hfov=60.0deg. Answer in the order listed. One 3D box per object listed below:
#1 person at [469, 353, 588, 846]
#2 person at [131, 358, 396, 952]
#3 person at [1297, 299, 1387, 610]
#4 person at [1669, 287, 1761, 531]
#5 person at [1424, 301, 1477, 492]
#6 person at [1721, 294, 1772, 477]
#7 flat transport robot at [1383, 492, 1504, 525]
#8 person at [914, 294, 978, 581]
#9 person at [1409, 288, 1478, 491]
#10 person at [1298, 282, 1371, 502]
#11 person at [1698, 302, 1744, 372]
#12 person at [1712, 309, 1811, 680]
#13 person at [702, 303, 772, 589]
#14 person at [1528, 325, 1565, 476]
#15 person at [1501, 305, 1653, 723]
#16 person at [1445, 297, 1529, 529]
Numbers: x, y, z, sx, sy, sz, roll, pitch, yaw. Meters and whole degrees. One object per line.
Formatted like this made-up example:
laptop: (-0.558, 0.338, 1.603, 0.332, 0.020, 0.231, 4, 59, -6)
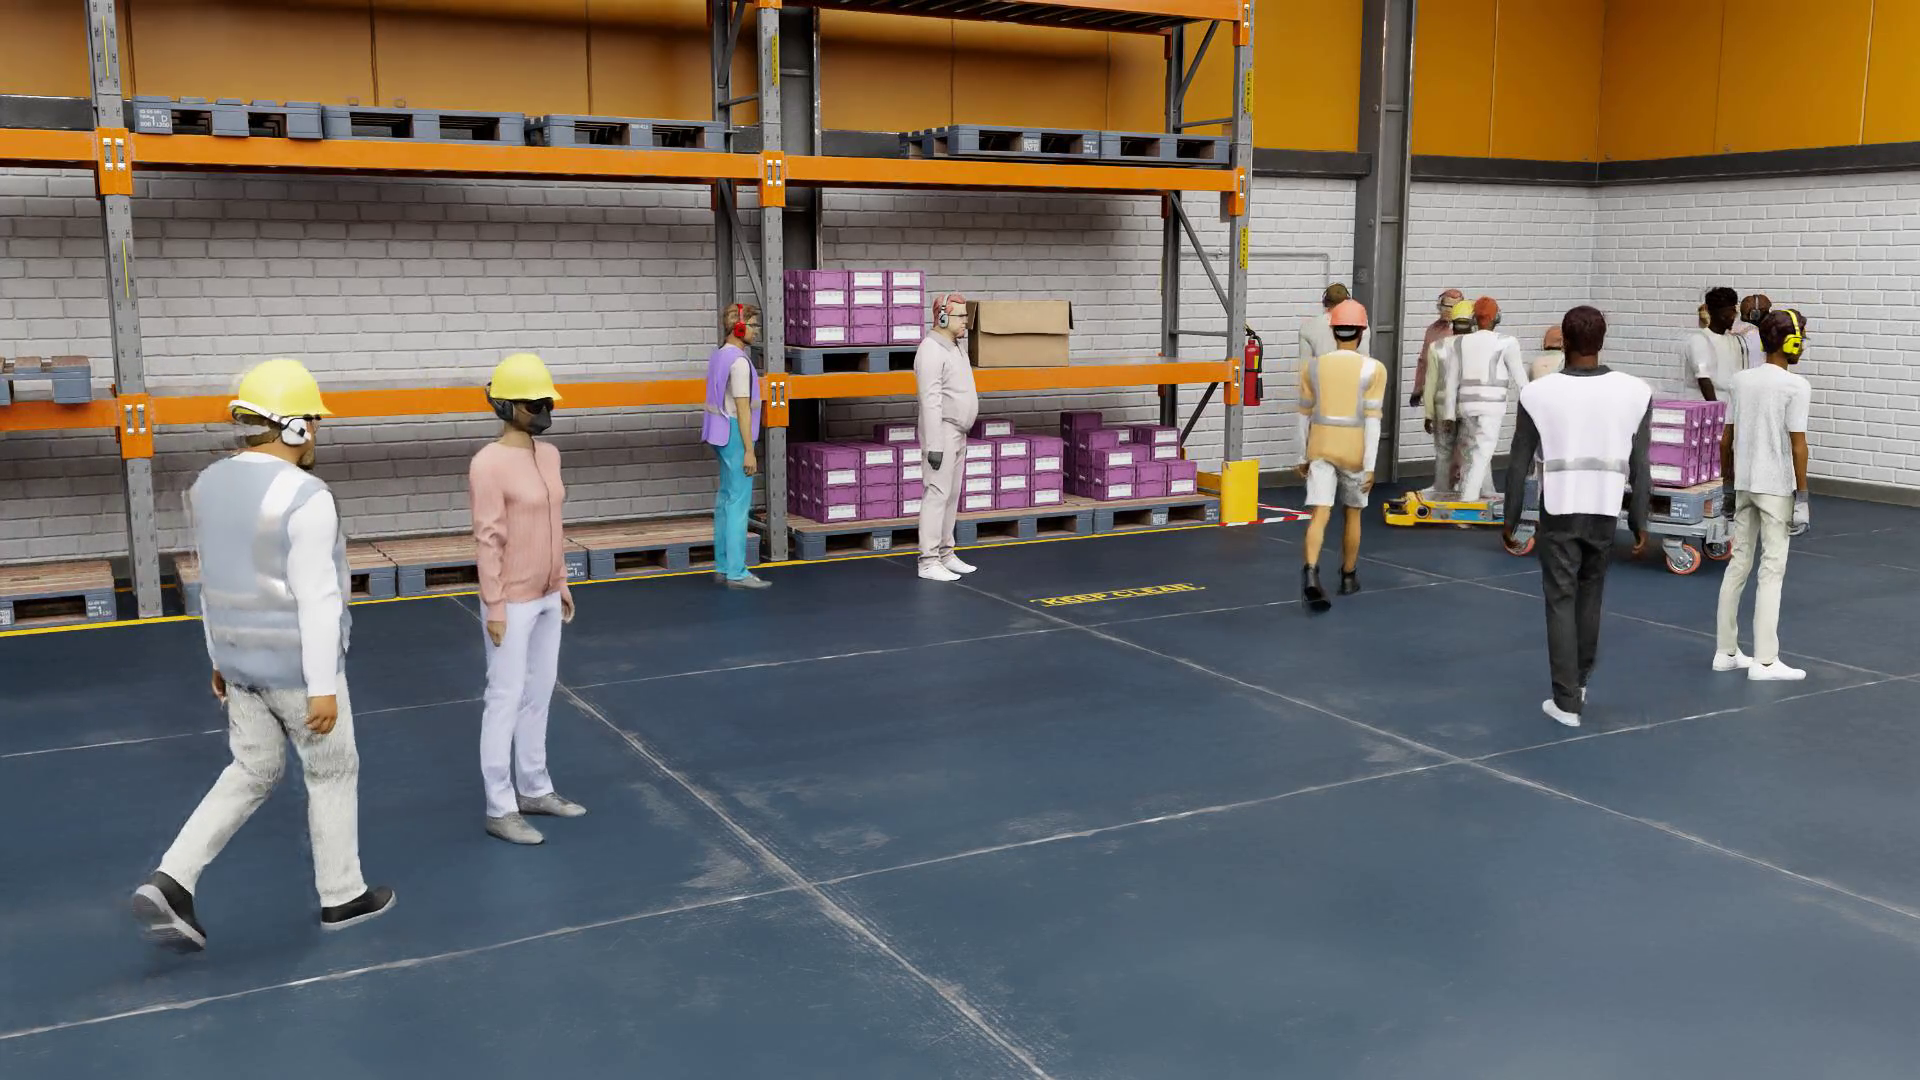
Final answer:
person: (-1.566, 0.207, 6.053, 0.323, 1.766, 0.532, 3, 10, 16)
person: (-2.118, 0.363, 4.995, 0.607, 1.804, 0.738, 5, 11, 30)
person: (2.309, -0.528, 10.202, 0.553, 1.890, 1.006, 4, 10, 25)
person: (5.866, -0.970, 12.767, 0.607, 1.909, 0.963, -6, 11, -34)
person: (4.182, -1.093, 13.913, 0.610, 1.785, 0.849, 2, 9, 11)
person: (6.780, -1.183, 14.295, 0.429, 1.844, 0.626, 1, 9, 6)
flat transport robot: (4.154, -0.248, 13.368, 1.431, 0.197, 0.652, 2, 10, 12)
person: (-0.078, -0.679, 11.072, 0.401, 1.900, 0.636, 2, 10, 14)
person: (4.355, -1.310, 14.957, 0.406, 1.891, 0.813, -4, 10, -24)
person: (3.304, -1.296, 14.702, 0.633, 1.936, 0.355, 3, 10, 17)
person: (6.263, -1.033, 13.458, 0.702, 1.812, 0.573, 2, 10, 13)
person: (4.065, -0.225, 8.396, 0.309, 1.861, 0.535, -4, 10, -21)
person: (-1.465, -0.602, 10.750, 0.373, 1.840, 0.571, -4, 10, -23)
person: (4.726, -0.895, 13.206, 0.414, 1.611, 0.566, -6, 11, -31)
person: (2.840, -0.134, 7.749, 0.622, 1.891, 0.776, 1, 9, 4)
person: (4.230, -1.017, 13.325, 0.971, 1.832, 0.671, -8, 13, -42)
